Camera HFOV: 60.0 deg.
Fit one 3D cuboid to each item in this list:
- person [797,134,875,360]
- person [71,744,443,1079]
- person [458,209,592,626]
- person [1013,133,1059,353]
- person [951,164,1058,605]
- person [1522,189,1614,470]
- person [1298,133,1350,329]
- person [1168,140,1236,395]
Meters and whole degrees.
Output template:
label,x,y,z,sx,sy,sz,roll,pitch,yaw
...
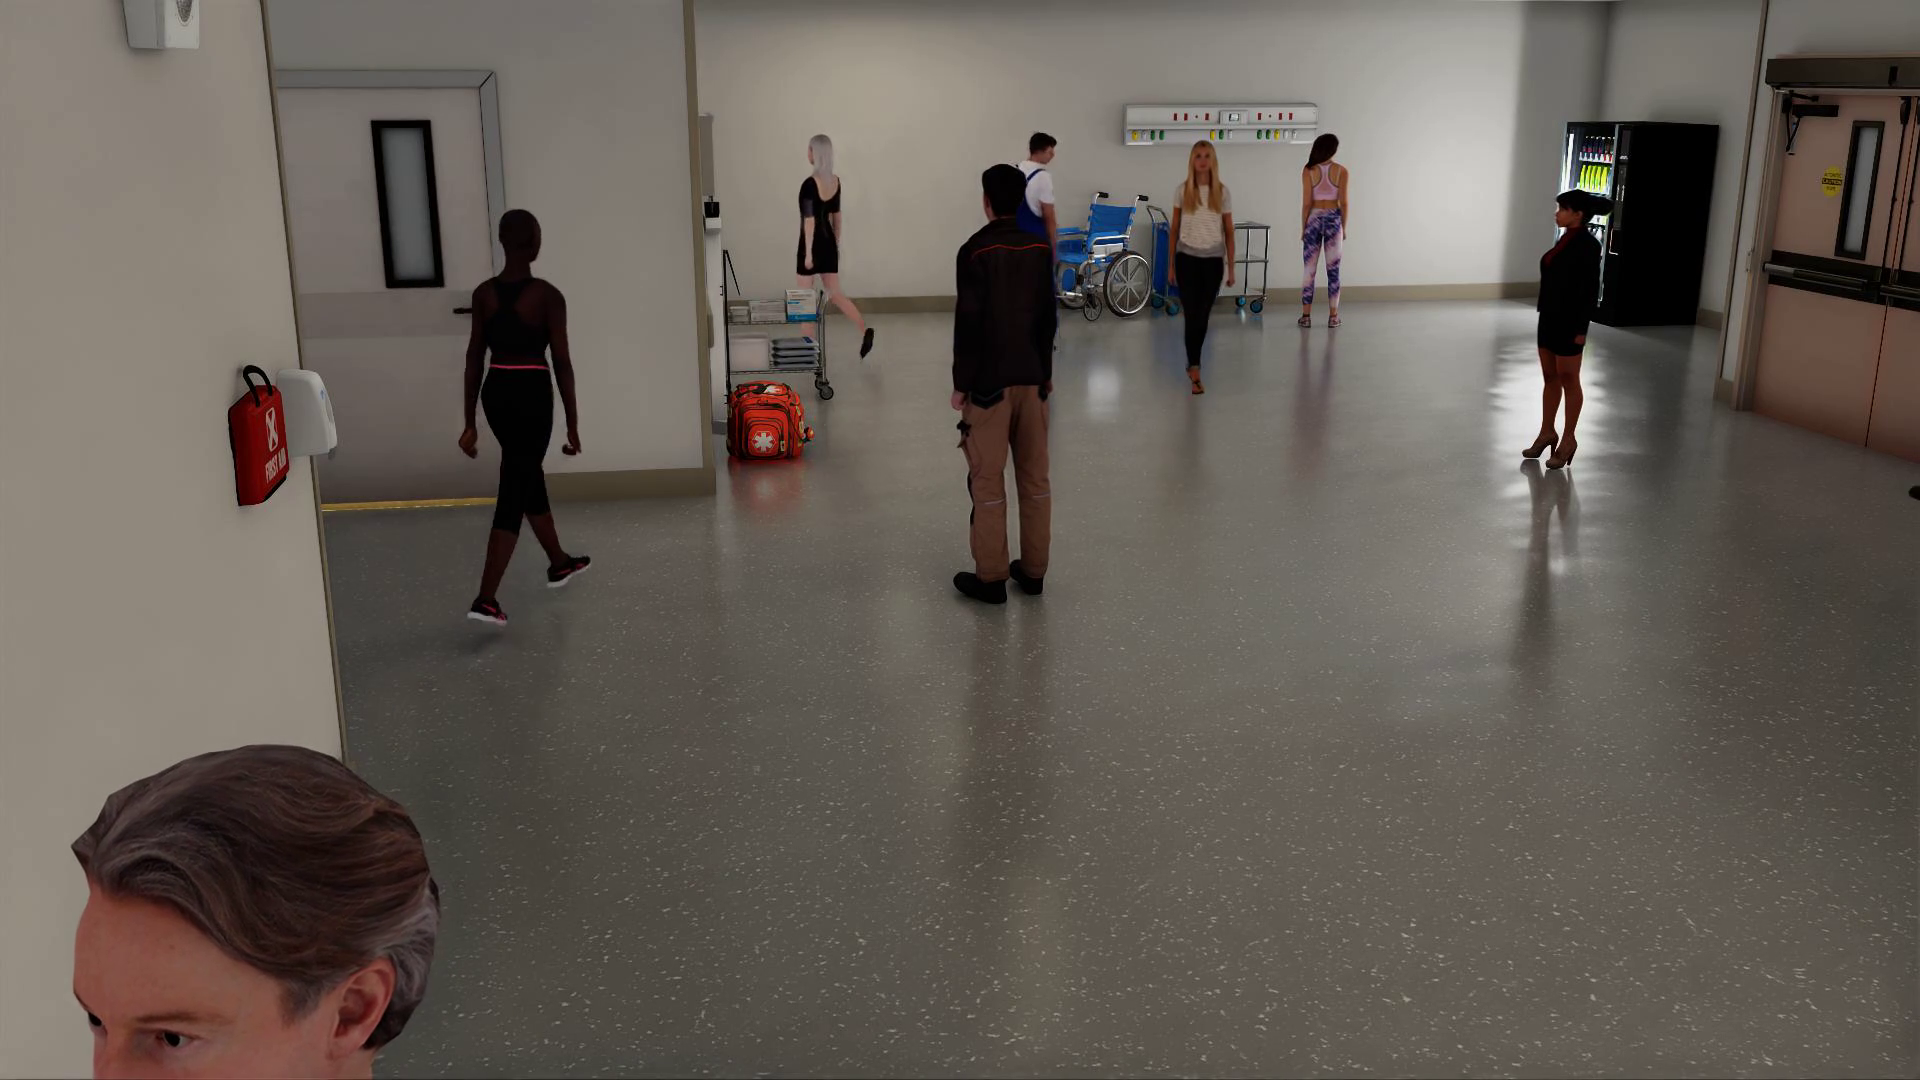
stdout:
label,x,y,z,sx,sy,sz,roll,pitch,yaw
person,-1.036,-2.268,13.191,1.110,1.807,1.039,11,19,34
person,-0.464,1.038,1.304,0.745,1.894,0.724,4,16,13
person,-1.908,-0.474,7.007,1.011,1.710,1.319,5,16,16
person,0.576,-2.454,13.867,0.790,1.798,0.875,7,17,24
person,0.191,-0.684,7.356,0.771,1.925,0.730,-9,18,-29
person,3.593,-1.258,9.917,0.619,1.640,0.538,-3,16,-9
person,3.362,-2.863,15.375,0.661,1.767,0.653,3,16,9
person,1.757,-1.986,12.242,0.763,1.779,1.209,0,16,1
